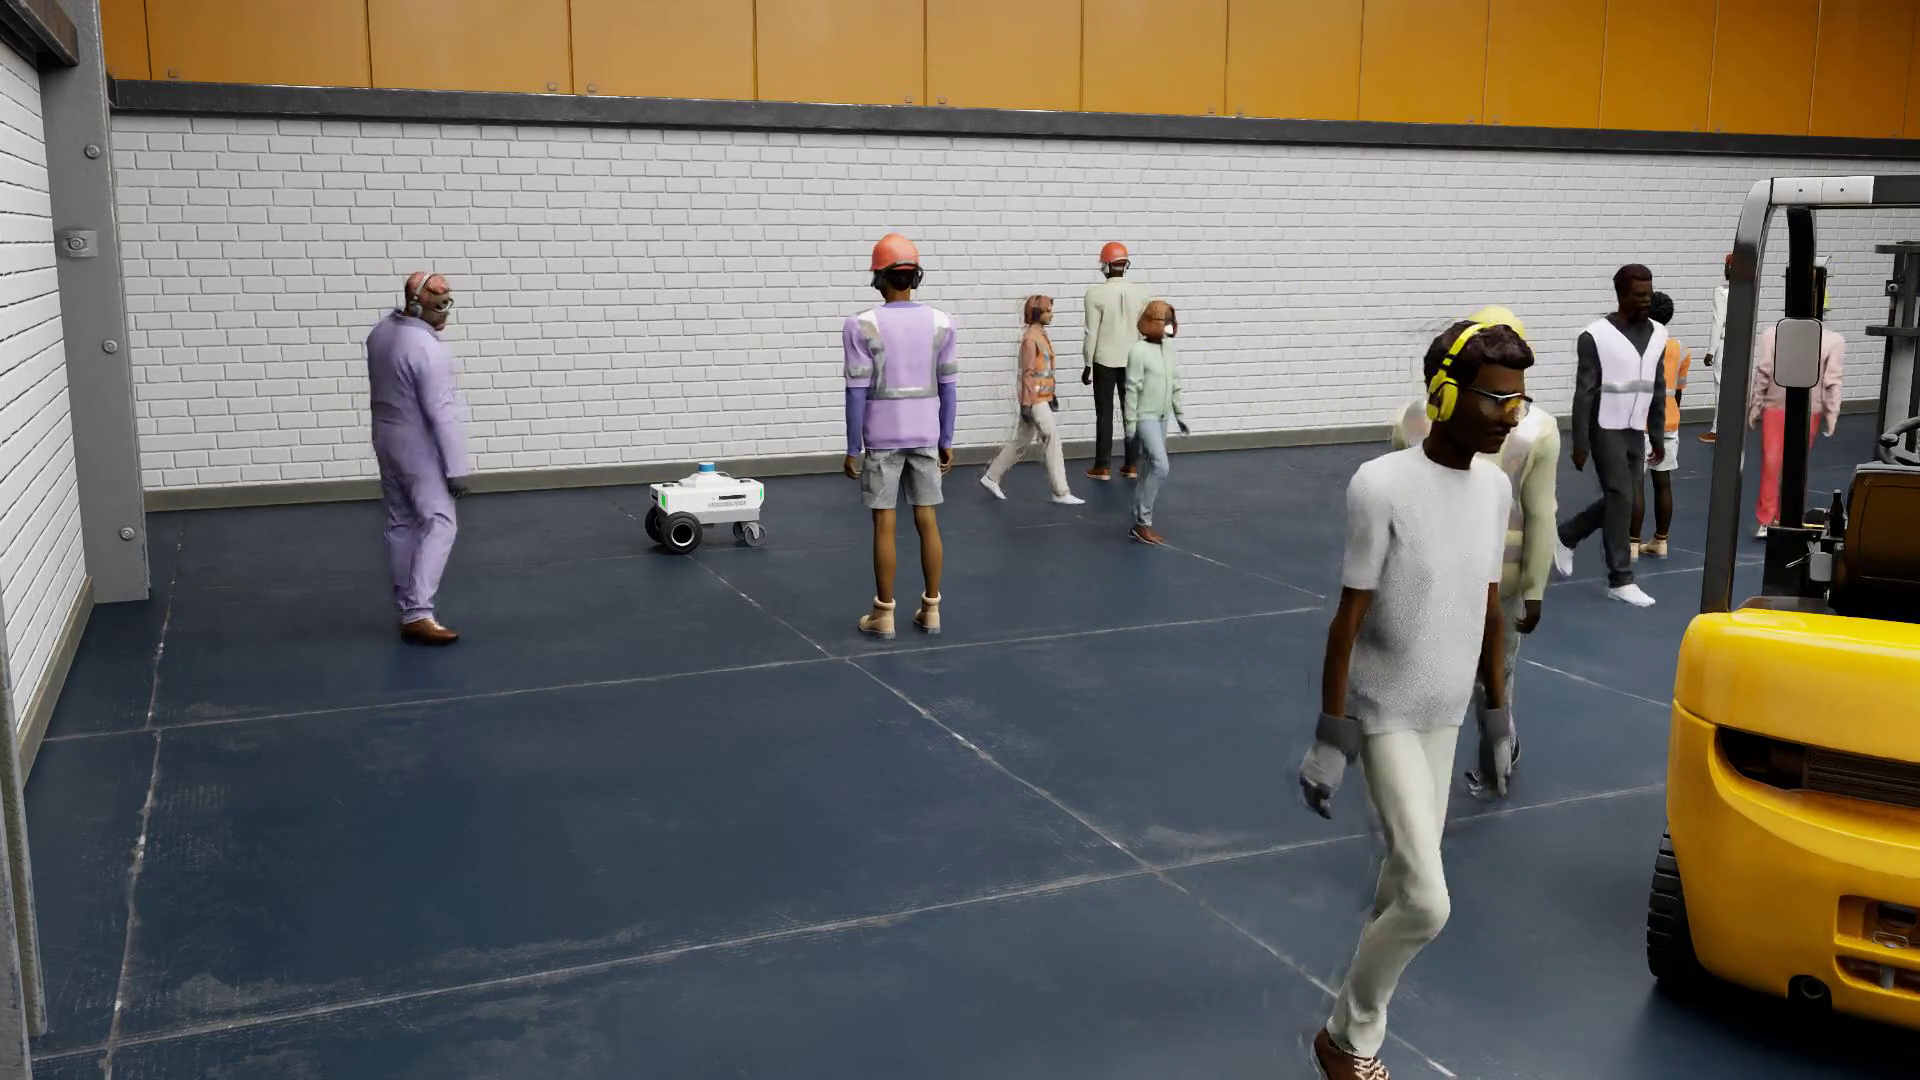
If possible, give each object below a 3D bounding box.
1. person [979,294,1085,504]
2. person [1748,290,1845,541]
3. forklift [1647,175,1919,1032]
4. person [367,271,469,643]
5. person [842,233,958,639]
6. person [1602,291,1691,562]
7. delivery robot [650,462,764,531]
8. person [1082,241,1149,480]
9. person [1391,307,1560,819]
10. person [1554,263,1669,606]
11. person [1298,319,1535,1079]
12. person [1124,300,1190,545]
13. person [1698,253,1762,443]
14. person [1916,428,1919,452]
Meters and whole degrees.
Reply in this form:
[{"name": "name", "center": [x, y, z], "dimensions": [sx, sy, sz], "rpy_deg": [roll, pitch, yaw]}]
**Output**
[{"name": "person", "center": [0.529, -1.078, 12.738], "dimensions": [0.817, 1.609, 0.514], "rpy_deg": [2, 10, 8]}, {"name": "person", "center": [5.545, -0.833, 11.032], "dimensions": [0.539, 1.721, 0.832], "rpy_deg": [4, 11, 20]}, {"name": "forklift", "center": [2.810, 0.094, 4.662], "dimensions": [1.214, 2.155, 2.313], "rpy_deg": [7, 12, 34]}, {"name": "person", "center": [-2.741, -0.419, 8.436], "dimensions": [0.730, 1.861, 0.414], "rpy_deg": [9, 14, 41]}, {"name": "person", "center": [-0.313, -0.517, 8.441], "dimensions": [0.606, 2.046, 0.369], "rpy_deg": [-4, 11, -23]}, {"name": "person", "center": [4.309, -0.705, 10.440], "dimensions": [0.532, 1.696, 0.317], "rpy_deg": [-4, 11, -23]}, {"name": "delivery robot", "center": [-1.656, -0.268, 10.917], "dimensions": [0.707, 0.478, 0.477], "rpy_deg": [-4, 11, -23]}, {"name": "person", "center": [1.301, -1.503, 14.006], "dimensions": [0.608, 1.996, 0.375], "rpy_deg": [-4, 11, -23]}, {"name": "person", "center": [1.804, 0.076, 5.887], "dimensions": [0.612, 1.780, 0.938], "rpy_deg": [6, 12, 30]}, {"name": "person", "center": [3.663, -0.616, 9.406], "dimensions": [0.602, 1.890, 0.792], "rpy_deg": [-5, 11, -26]}, {"name": "person", "center": [1.036, 0.434, 3.742], "dimensions": [0.550, 1.843, 0.466], "rpy_deg": [-7, 13, -35]}, {"name": "person", "center": [1.313, -0.775, 11.053], "dimensions": [0.480, 1.616, 0.507], "rpy_deg": [7, 13, 35]}, {"name": "person", "center": [7.636, -1.897, 16.495], "dimensions": [0.574, 1.883, 0.356], "rpy_deg": [-4, 11, -23]}, {"name": "person", "center": [6.862, -0.998, 11.745], "dimensions": [0.833, 1.813, 0.626], "rpy_deg": [6, 12, 29]}]
